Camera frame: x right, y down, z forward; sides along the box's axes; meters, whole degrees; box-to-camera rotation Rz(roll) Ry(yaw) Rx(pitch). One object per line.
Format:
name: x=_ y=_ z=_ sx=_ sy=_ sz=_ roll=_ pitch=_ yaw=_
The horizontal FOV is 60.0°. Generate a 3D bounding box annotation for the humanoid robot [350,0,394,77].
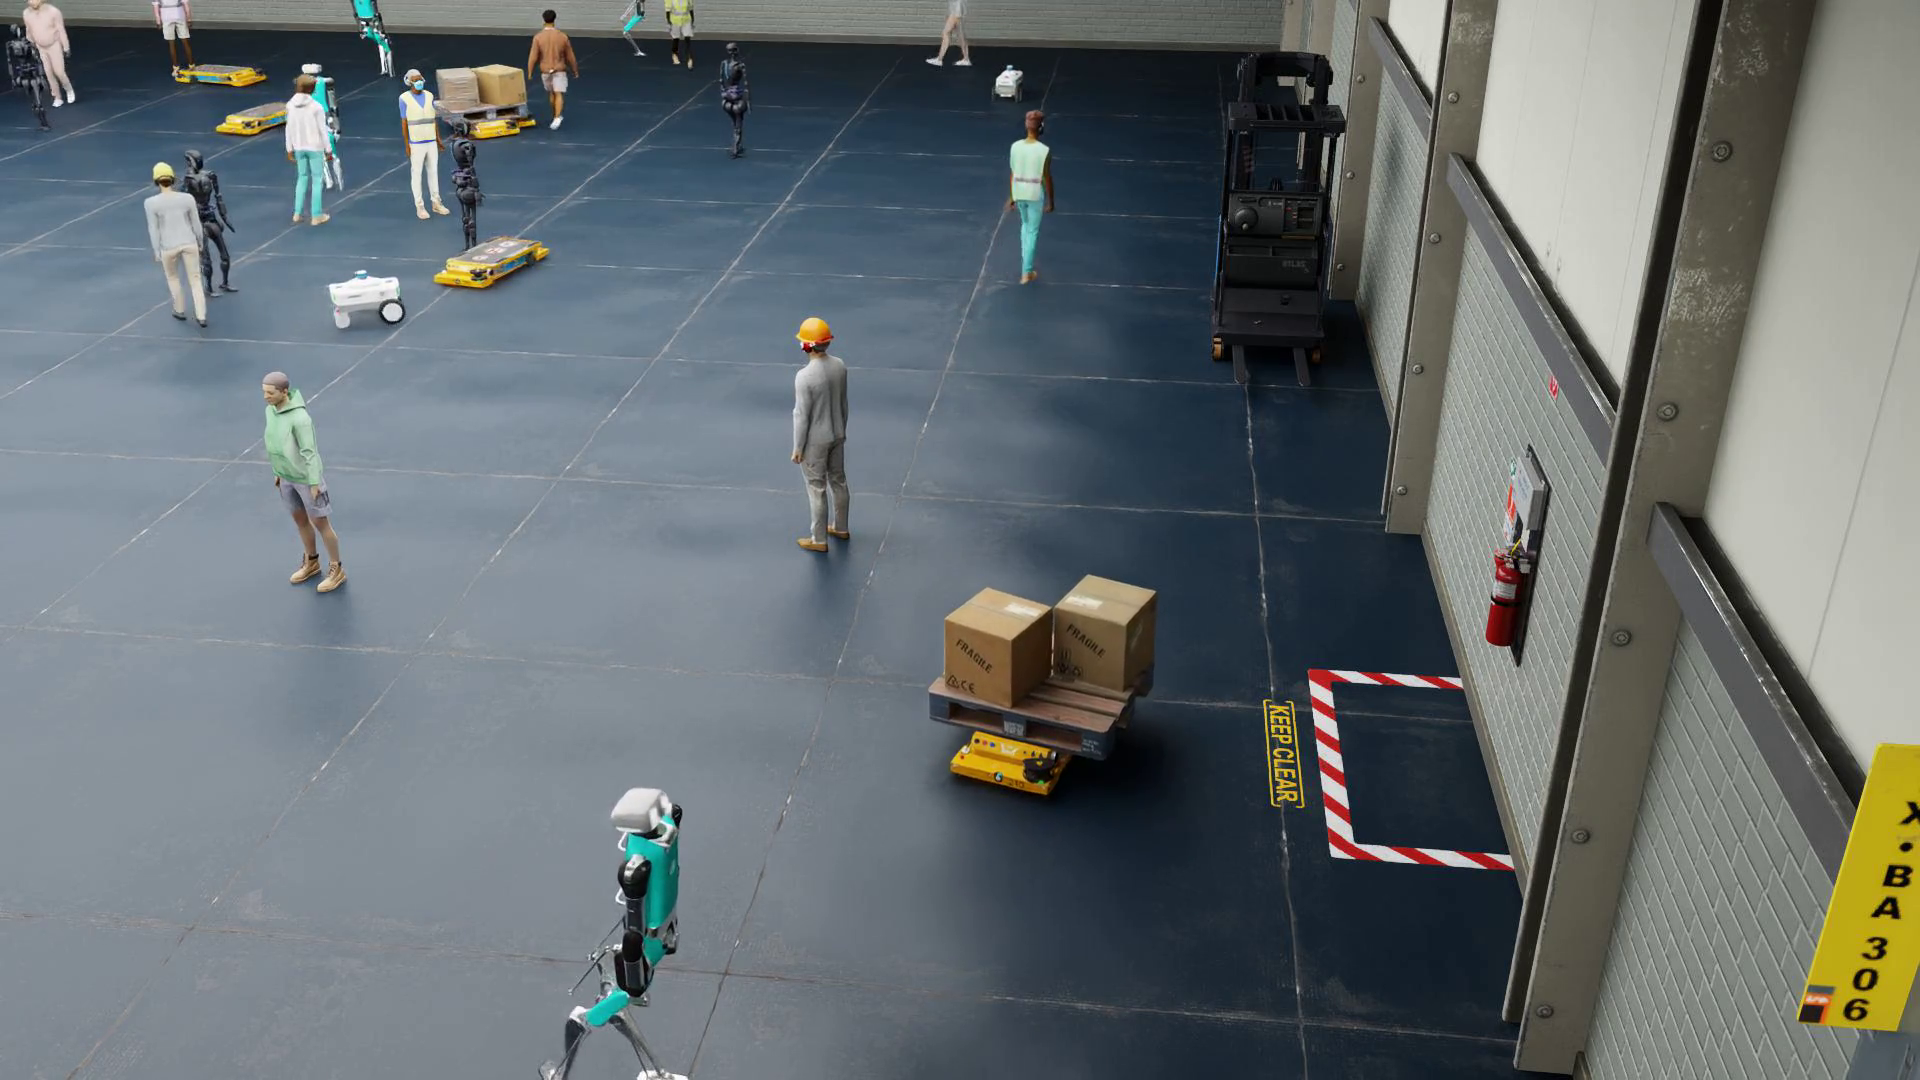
humanoid robot: x=-10.448 y=-9.096 z=29.790 sx=0.533 sy=1.857 sz=0.834 roll=7 pitch=27 yaw=13

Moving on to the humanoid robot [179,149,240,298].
humanoid robot: x=-8.450 y=-3.560 z=18.660 sx=0.326 sy=1.649 sz=0.591 roll=11 pitch=29 yaw=21

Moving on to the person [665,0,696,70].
person: x=-5.158 y=-9.554 z=30.666 sx=0.566 sy=1.648 sz=0.864 roll=-8 pitch=28 yaw=-16

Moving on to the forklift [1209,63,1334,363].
forklift: x=3.241 y=-3.477 z=17.183 sx=1.129 sy=2.768 sz=1.873 roll=3 pitch=27 yaw=6

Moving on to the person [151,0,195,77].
person: x=-14.126 y=-9.362 z=29.851 sx=0.613 sy=2.042 sz=0.370 roll=-16 pitch=31 yaw=-29

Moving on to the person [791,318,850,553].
person: x=-1.088 y=-0.818 z=12.972 sx=0.381 sy=1.891 sz=0.563 roll=20 pitch=33 yaw=34

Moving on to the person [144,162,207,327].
person: x=-8.407 y=-3.182 z=17.842 sx=0.541 sy=1.740 sz=0.712 roll=-19 pitch=32 yaw=-33

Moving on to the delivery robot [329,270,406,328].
delivery robot: x=-6.429 y=-2.622 z=18.075 sx=0.811 sy=0.613 sz=0.499 roll=-11 pitch=29 yaw=-21

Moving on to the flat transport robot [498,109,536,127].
flat transport robot: x=-7.456 y=-6.864 z=26.841 sx=0.659 sy=0.231 sz=1.431 roll=-18 pitch=32 yaw=-32

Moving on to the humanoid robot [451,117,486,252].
humanoid robot: x=-5.949 y=-4.274 z=20.087 sx=0.315 sy=1.654 sz=0.599 roll=-15 pitch=30 yaw=-27

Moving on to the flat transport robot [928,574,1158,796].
flat transport robot: x=0.522 y=1.151 z=10.841 sx=0.659 sy=0.231 sz=1.431 roll=11 pitch=29 yaw=21

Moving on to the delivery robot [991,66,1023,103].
delivery robot: x=0.839 y=-7.766 z=28.312 sx=0.499 sy=0.586 sz=0.773 roll=6 pitch=27 yaw=12

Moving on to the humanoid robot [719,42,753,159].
humanoid robot: x=-3.282 y=-6.506 z=24.556 sx=0.608 sy=1.643 sz=0.553 roll=18 pitch=32 yaw=32

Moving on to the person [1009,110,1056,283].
person: x=0.863 y=-3.983 z=19.210 sx=0.513 sy=1.953 sz=0.704 roll=14 pitch=30 yaw=26

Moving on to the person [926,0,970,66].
person: x=-0.217 y=-9.716 z=30.779 sx=0.902 sy=1.837 sz=0.545 roll=1 pitch=27 yaw=2

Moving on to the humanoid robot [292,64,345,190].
humanoid robot: x=-8.726 y=-5.611 z=22.789 sx=0.539 sy=1.863 sz=0.745 roll=-6 pitch=27 yaw=-12

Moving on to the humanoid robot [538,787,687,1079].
humanoid robot: x=-1.683 y=1.914 z=7.745 sx=0.882 sy=1.837 sz=0.547 roll=5 pitch=27 yaw=10

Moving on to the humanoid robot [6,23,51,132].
humanoid robot: x=-14.570 y=-7.240 z=26.024 sx=0.589 sy=1.642 sz=0.453 roll=1 pitch=27 yaw=1

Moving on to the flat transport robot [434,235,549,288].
flat transport robot: x=-5.549 y=-3.309 z=19.745 sx=0.659 sy=0.231 sz=1.431 roll=9 pitch=28 yaw=17

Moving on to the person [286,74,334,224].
person: x=-8.346 y=-5.009 z=21.336 sx=0.543 sy=1.879 sz=0.451 roll=4 pitch=27 yaw=7

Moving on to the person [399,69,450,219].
person: x=-6.993 y=-5.154 z=21.617 sx=0.398 sy=1.893 sz=0.532 roll=23 pitch=35 yaw=38

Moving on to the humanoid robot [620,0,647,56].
humanoid robot: x=-6.210 y=-10.059 z=31.501 sx=0.706 sy=1.731 sz=0.530 roll=-7 pitch=27 yaw=-13

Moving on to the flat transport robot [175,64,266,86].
flat transport robot: x=-13.215 y=-8.294 z=29.696 sx=1.431 sy=0.231 sz=0.659 roll=8 pitch=28 yaw=16

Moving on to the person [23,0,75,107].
person: x=-15.132 y=-8.150 z=27.604 sx=0.678 sy=1.882 sz=0.432 roll=0 pitch=27 yaw=1

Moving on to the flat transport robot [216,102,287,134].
flat transport robot: x=-11.144 y=-6.750 z=26.613 sx=0.659 sy=0.231 sz=1.431 roll=9 pitch=28 yaw=17

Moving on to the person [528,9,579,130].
person: x=-6.436 y=-7.424 z=26.256 sx=0.797 sy=1.807 sz=0.859 roll=-2 pitch=27 yaw=-3

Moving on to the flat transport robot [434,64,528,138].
flat transport robot: x=-7.560 y=-6.618 z=26.350 sx=0.659 sy=0.231 sz=1.431 roll=-18 pitch=32 yaw=-32

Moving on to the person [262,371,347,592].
person: x=-4.918 y=-0.449 z=12.402 sx=0.471 sy=1.734 sz=0.323 roll=15 pitch=30 yaw=27
